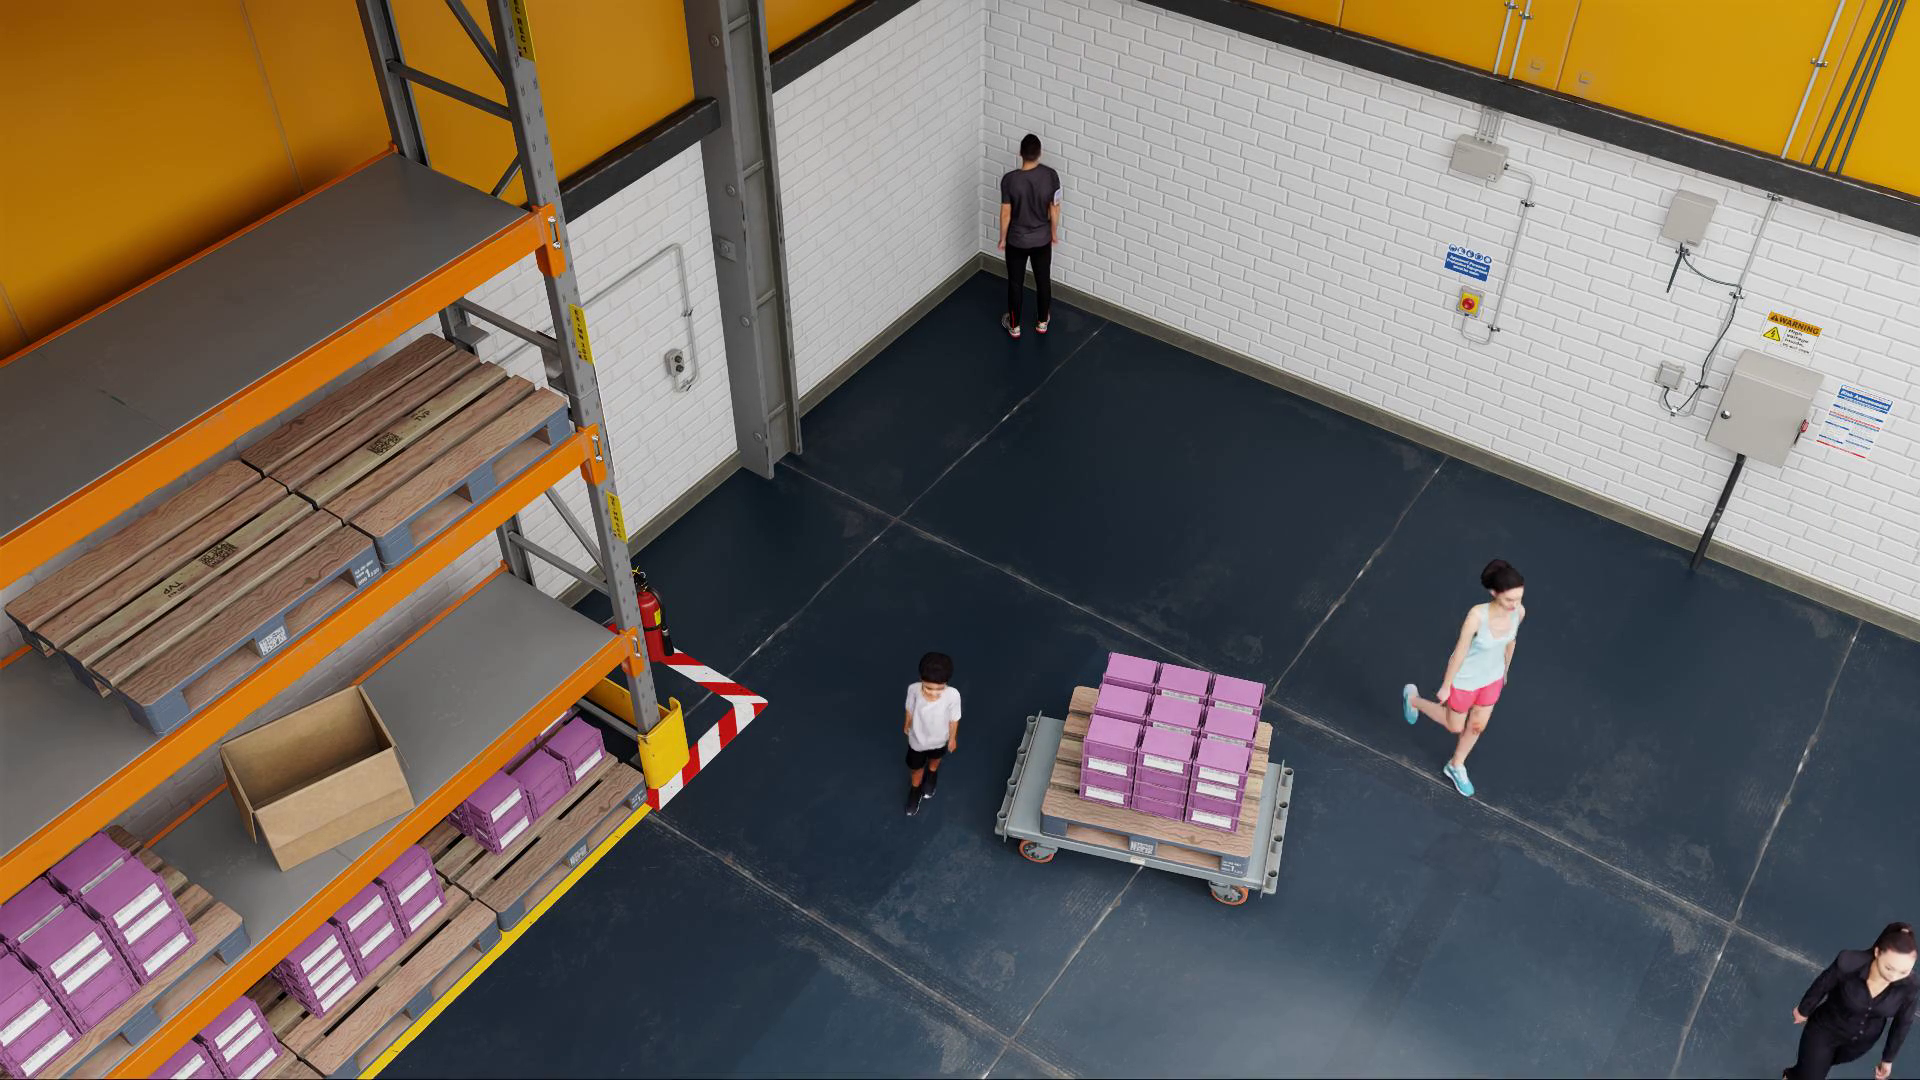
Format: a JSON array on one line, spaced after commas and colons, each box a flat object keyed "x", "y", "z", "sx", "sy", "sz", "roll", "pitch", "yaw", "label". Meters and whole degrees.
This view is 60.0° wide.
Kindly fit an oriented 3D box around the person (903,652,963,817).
[{"x": -0.158, "y": 1.061, "z": 9.899, "sx": 0.637, "sy": 1.244, "sz": 0.706, "roll": 6, "pitch": 44, "yaw": 7, "label": "person"}]

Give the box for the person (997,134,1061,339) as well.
[{"x": 0.537, "y": -2.394, "z": 13.149, "sx": 0.703, "sy": 1.763, "sz": 0.765, "roll": -7, "pitch": 44, "yaw": -7, "label": "person"}]

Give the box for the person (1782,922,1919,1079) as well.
[{"x": 4.336, "y": 2.358, "z": 8.212, "sx": 0.702, "sy": 1.693, "sz": 0.770, "roll": 8, "pitch": 44, "yaw": 9, "label": "person"}]

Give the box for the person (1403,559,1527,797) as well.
[{"x": 2.985, "y": 0.756, "z": 9.853, "sx": 0.985, "sy": 1.748, "sz": 0.982, "roll": -16, "pitch": 46, "yaw": -16, "label": "person"}]
